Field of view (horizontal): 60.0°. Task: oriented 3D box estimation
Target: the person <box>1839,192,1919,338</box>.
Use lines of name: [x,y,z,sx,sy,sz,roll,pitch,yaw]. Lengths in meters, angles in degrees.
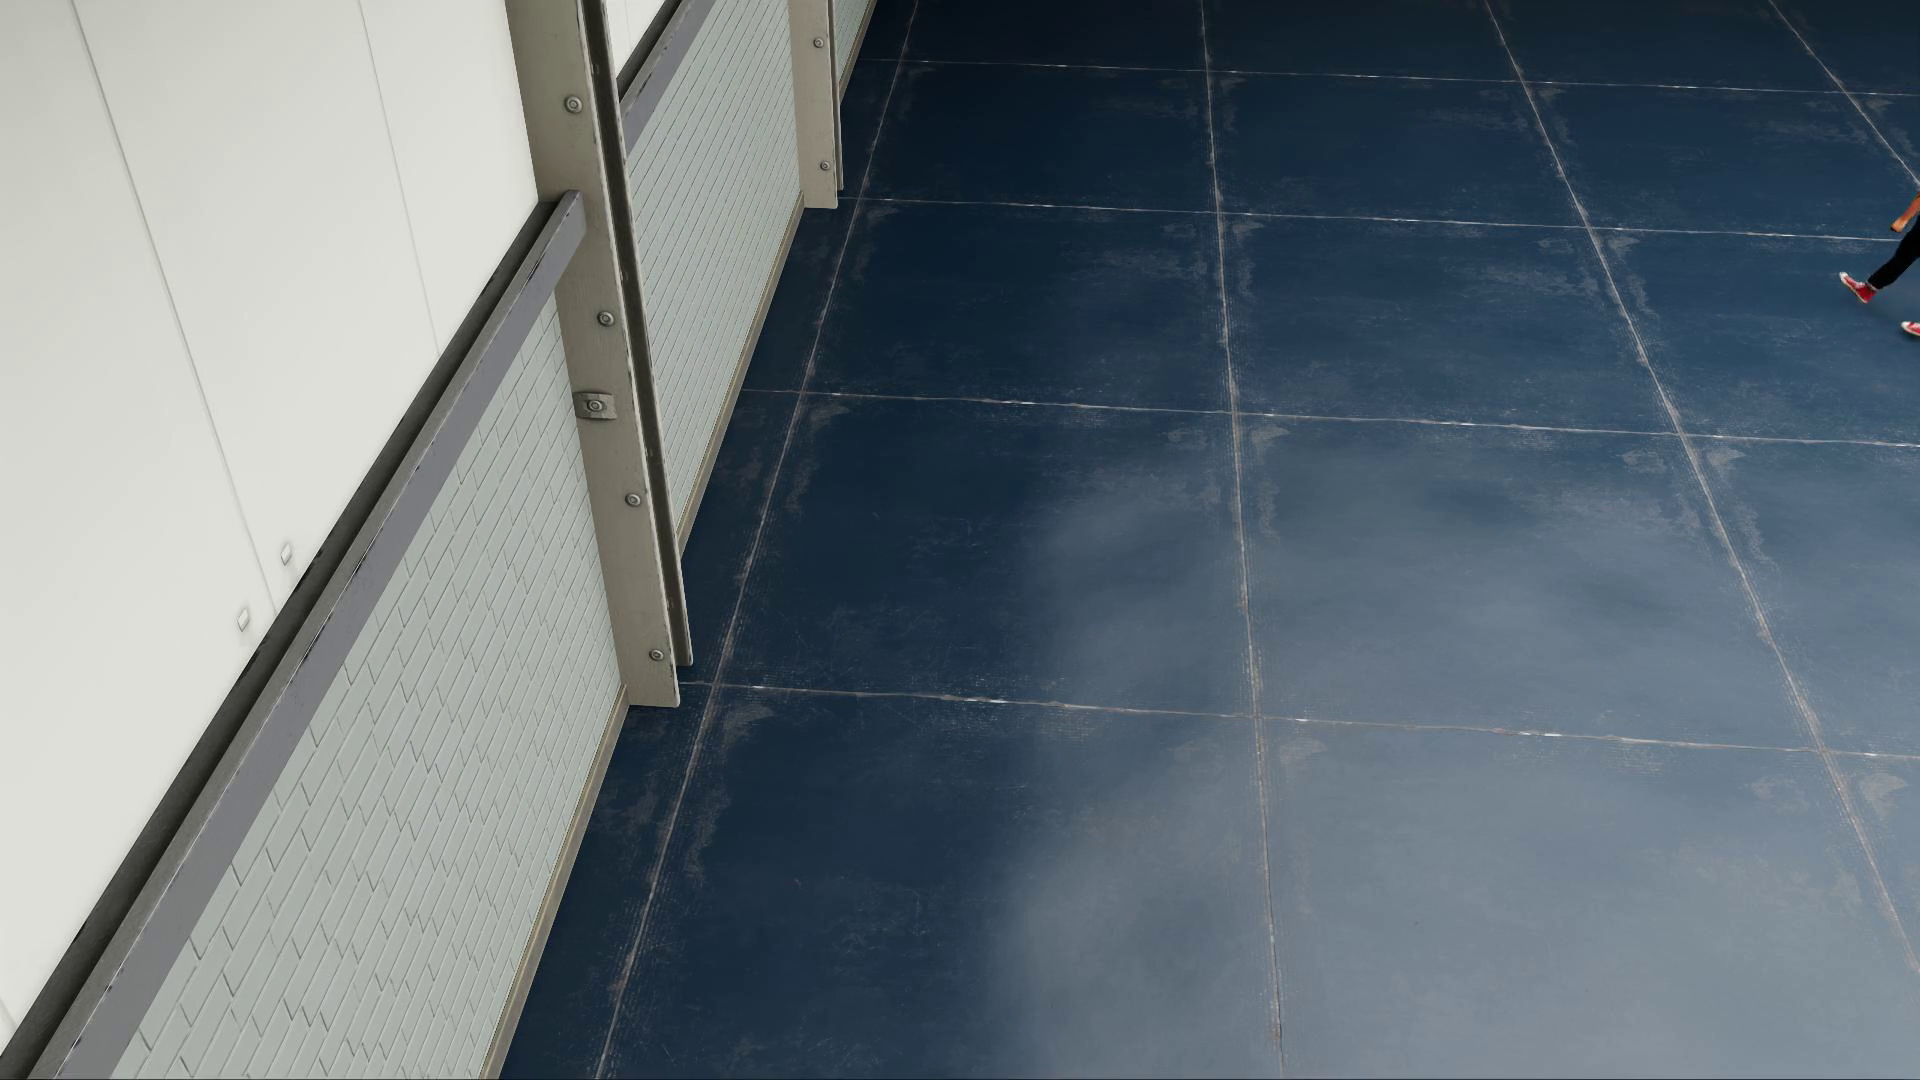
person: [6.989,-2.207,11.742,1.103,1.717,1.143,-29,46,-32]
